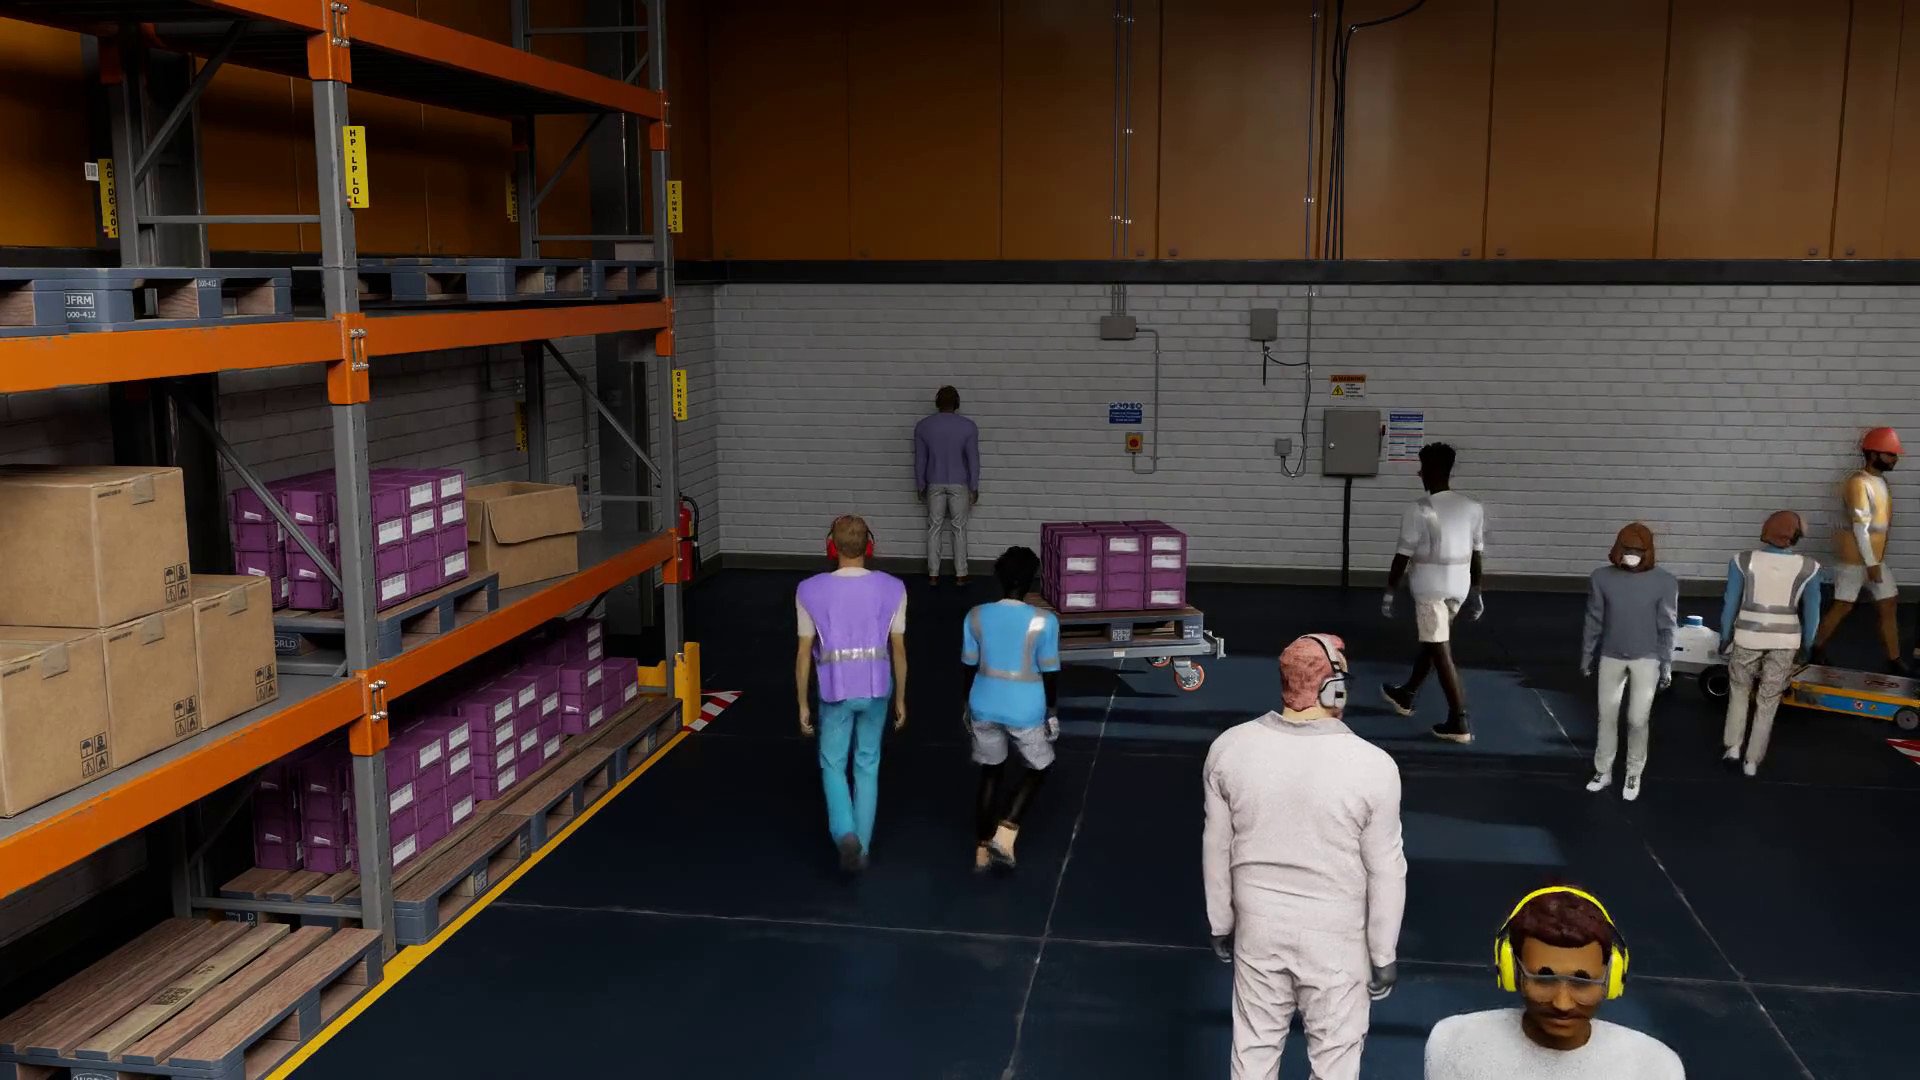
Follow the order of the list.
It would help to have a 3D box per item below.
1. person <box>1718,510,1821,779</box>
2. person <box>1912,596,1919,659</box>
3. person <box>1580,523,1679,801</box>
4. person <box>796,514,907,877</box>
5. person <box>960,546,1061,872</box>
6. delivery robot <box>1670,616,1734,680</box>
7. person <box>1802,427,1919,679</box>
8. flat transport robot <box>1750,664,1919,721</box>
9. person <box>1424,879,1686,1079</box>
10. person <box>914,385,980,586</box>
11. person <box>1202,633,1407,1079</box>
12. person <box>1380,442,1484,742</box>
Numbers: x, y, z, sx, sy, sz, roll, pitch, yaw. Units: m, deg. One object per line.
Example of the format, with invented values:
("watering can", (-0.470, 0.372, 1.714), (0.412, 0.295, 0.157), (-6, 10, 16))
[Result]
("person", (4.845, 0.615, 9.975), (0.532, 1.615, 0.510), (4, 10, 24))
("person", (7.600, 0.051, 12.785), (0.325, 1.843, 0.516), (1, 9, 9))
("person", (3.815, 0.699, 9.507), (0.534, 1.611, 0.499), (7, 12, 37))
("person", (-0.524, 0.794, 8.277), (0.565, 1.819, 0.629), (-2, 9, -12))
("person", (0.240, 0.862, 8.302), (0.547, 1.667, 0.428), (5, 10, 27))
("delivery robot", (5.253, 0.787, 11.926), (0.707, 0.478, 0.477), (6, 11, 35))
("person", (6.704, 0.114, 12.246), (0.551, 1.913, 0.770), (-6, 11, -34))
("flat transport robot", (6.201, 1.063, 11.380), (1.431, 0.197, 0.652), (8, 12, 40))
("person", (1.153, 1.572, 3.362), (0.548, 1.857, 0.493), (3, 10, 20))
("person", (-0.119, -0.521, 16.022), (0.635, 1.938, 0.359), (2, 9, 10))
("person", (1.098, 1.236, 5.298), (0.644, 1.905, 0.400), (6, 11, 31))
("person", (3.093, 0.315, 10.964), (0.626, 1.907, 1.014), (-4, 10, -26))
